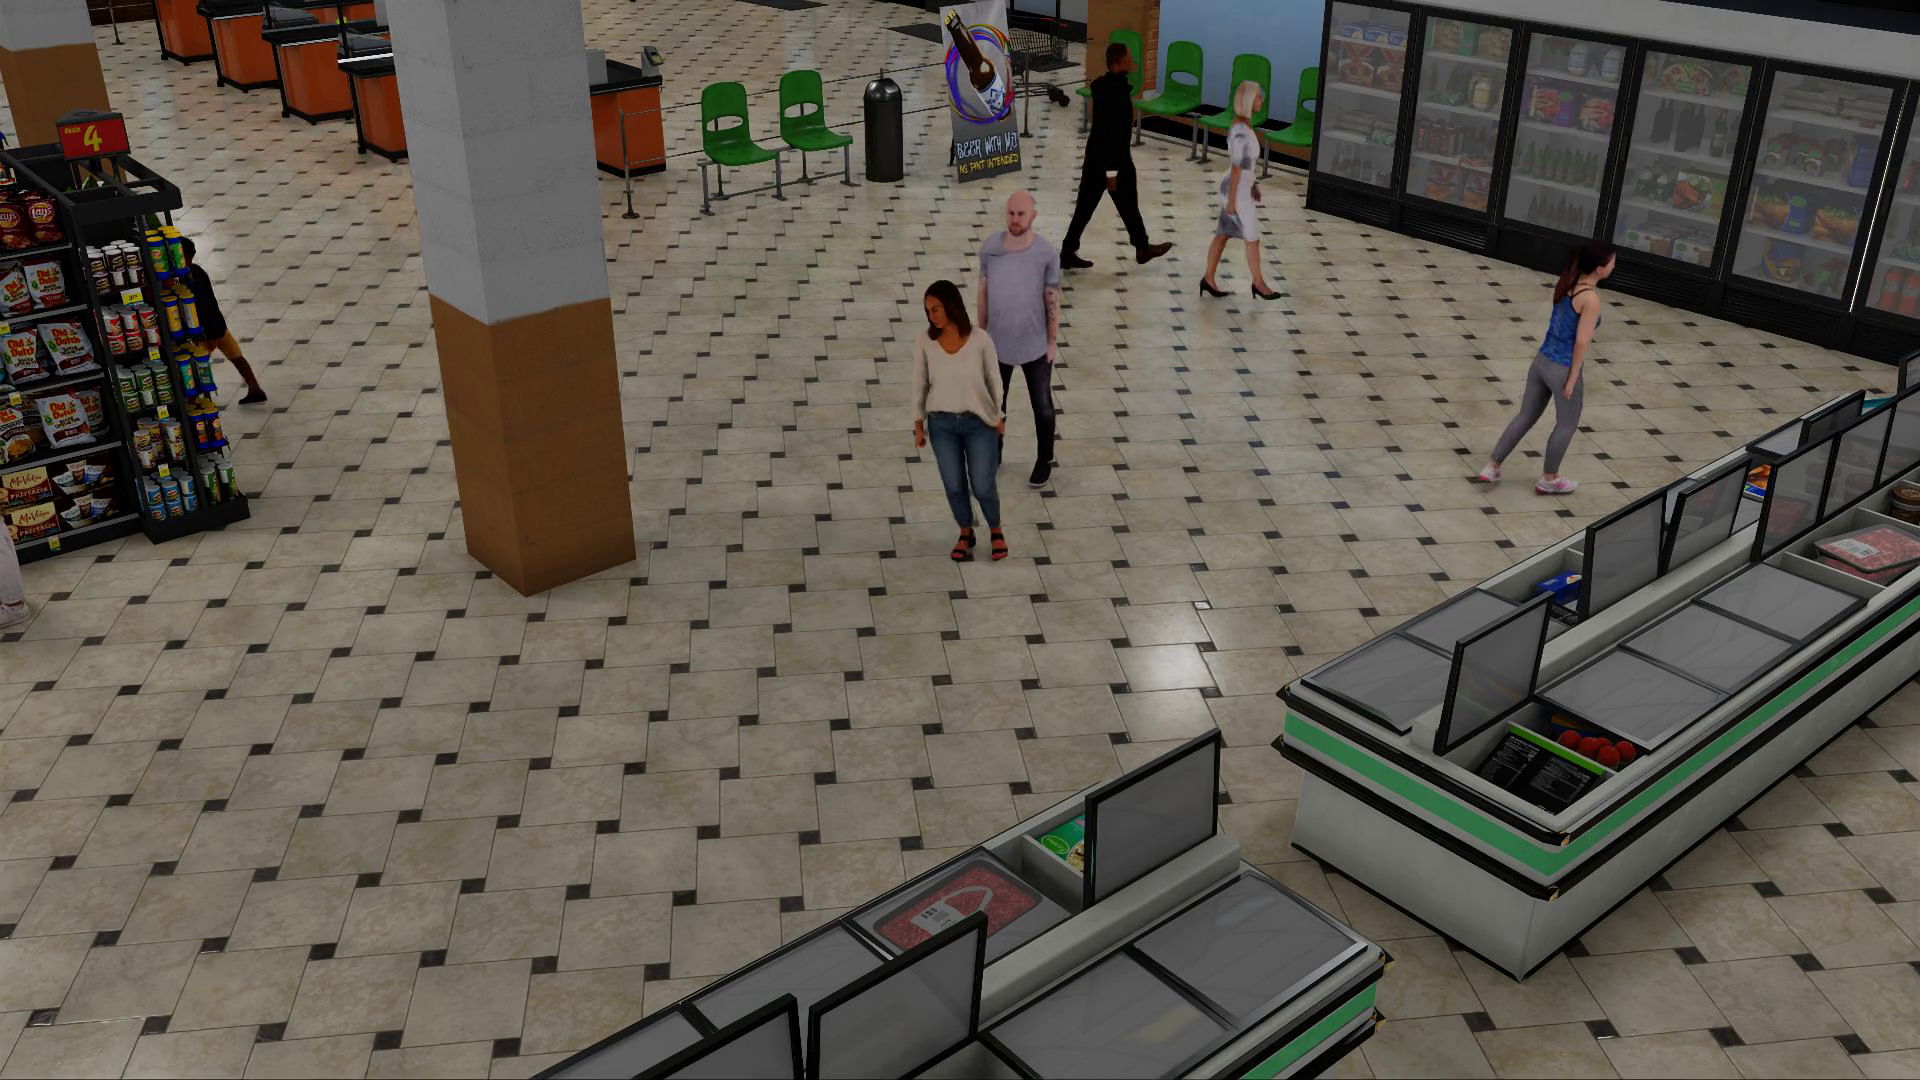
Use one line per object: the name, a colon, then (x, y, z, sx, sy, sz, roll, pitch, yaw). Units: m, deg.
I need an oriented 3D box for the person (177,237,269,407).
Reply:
person: (-4.958, -1.420, 11.096, 0.950, 1.227, 0.842, 0, 27, 0)

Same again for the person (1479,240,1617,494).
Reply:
person: (3.493, -0.998, 9.877, 0.922, 1.577, 0.786, -8, 28, -15)

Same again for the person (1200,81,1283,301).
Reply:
person: (2.103, -2.729, 13.129, 0.948, 1.723, 0.910, 3, 27, 7)

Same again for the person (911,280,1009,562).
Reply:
person: (0.043, -0.645, 9.103, 0.790, 1.648, 0.820, 0, 27, 0)

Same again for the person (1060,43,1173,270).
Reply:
person: (1.134, -3.097, 13.712, 1.363, 1.852, 0.997, -11, 29, -20)

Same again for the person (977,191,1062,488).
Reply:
person: (0.348, -1.214, 10.022, 0.758, 1.831, 0.766, 9, 28, 17)
